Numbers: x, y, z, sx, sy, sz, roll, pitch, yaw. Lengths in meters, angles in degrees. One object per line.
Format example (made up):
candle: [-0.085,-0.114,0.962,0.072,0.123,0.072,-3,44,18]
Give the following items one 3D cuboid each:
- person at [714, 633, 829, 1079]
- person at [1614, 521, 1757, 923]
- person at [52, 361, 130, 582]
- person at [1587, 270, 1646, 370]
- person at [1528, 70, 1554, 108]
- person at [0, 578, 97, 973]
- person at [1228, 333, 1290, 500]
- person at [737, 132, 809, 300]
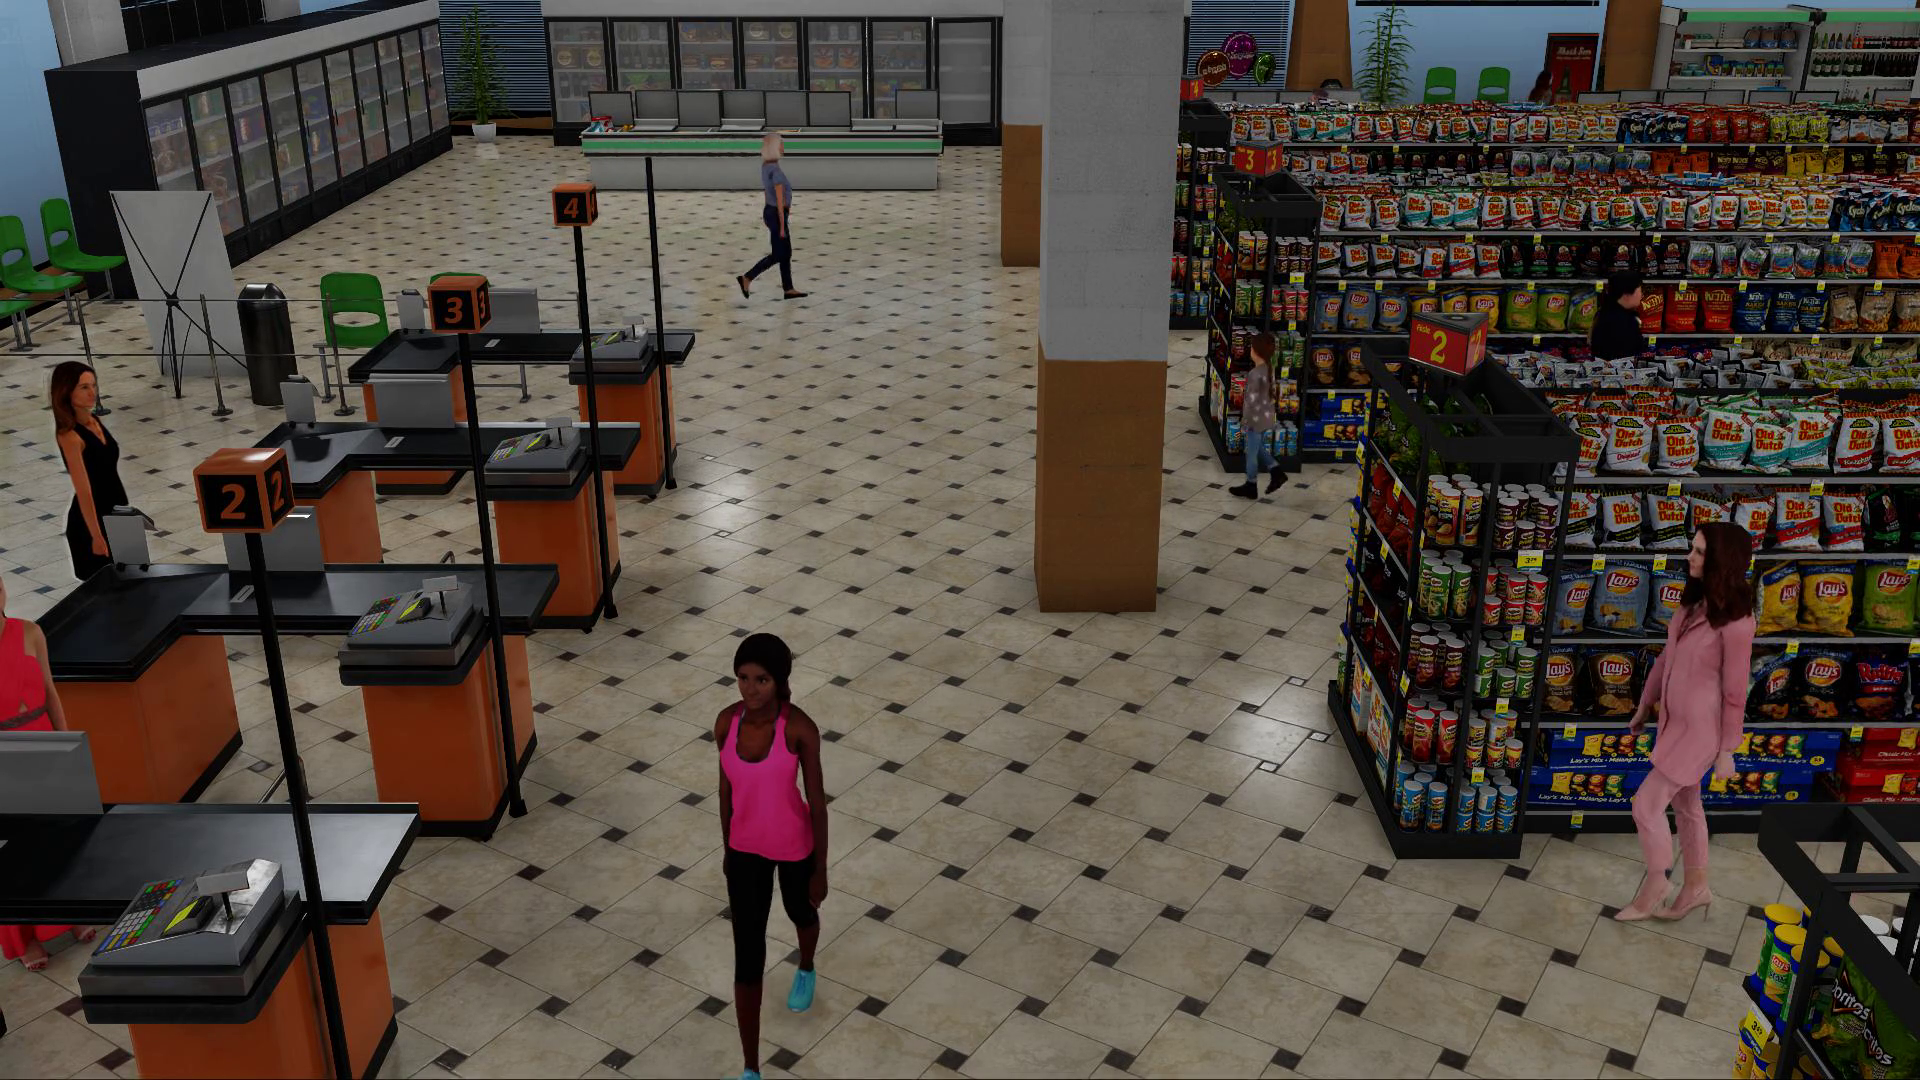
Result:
person: [-0.640,1.106,6.045,1.084,1.671,0.757,3,22,8]
person: [3.049,0.775,6.721,0.633,1.782,0.612,0,22,0]
person: [-4.469,-0.035,8.668,0.580,1.834,0.616,-4,22,-10]
person: [4.319,-1.000,11.331,1.058,1.640,0.761,2,22,5]
person: [8.336,-6.064,24.202,1.099,1.439,0.890,-11,25,-26]
person: [-3.718,0.874,6.548,0.742,1.727,0.716,14,26,30]
person: [2.118,-0.836,11.549,0.734,1.172,0.650,13,25,29]
person: [-1.933,-3.232,16.800,1.066,1.704,0.809,-8,23,-20]
